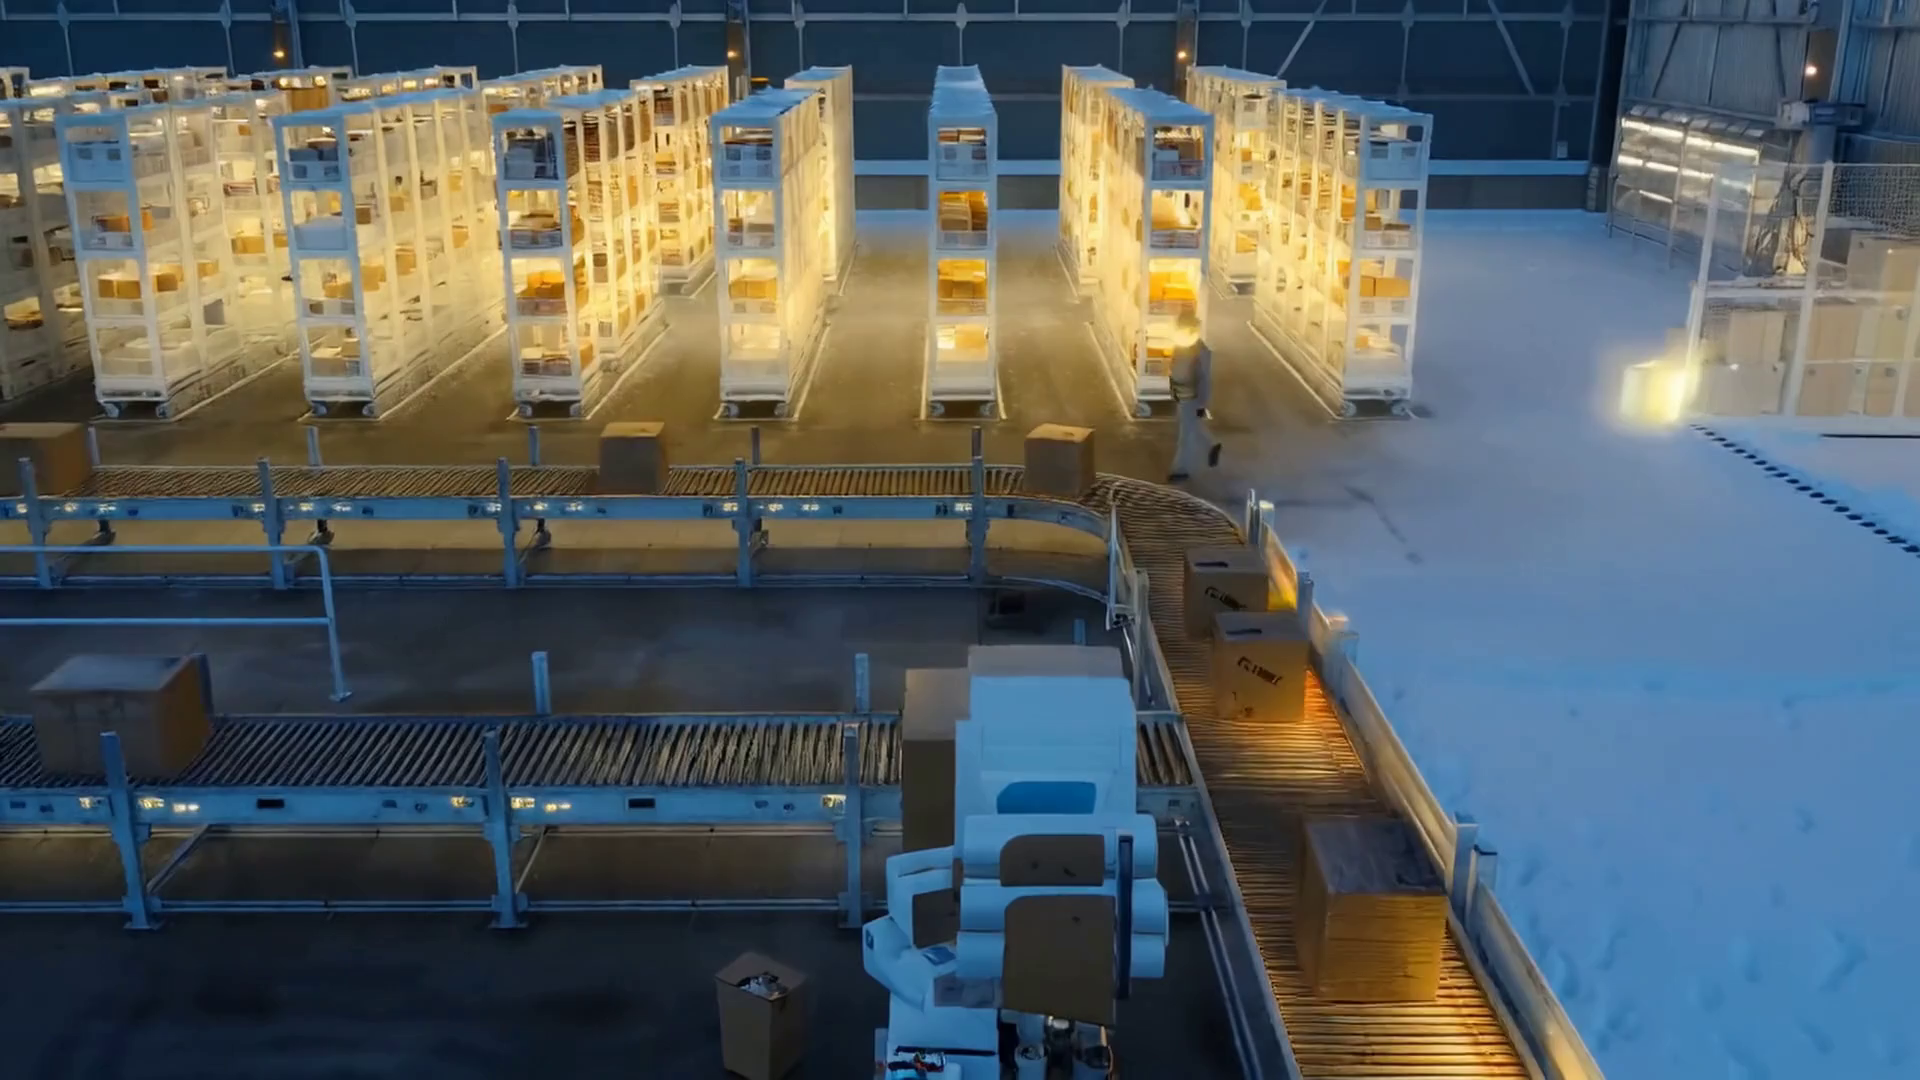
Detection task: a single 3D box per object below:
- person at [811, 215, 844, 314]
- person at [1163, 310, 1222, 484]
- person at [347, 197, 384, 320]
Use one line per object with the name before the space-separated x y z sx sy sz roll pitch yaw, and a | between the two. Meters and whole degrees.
person | -2.315 -4.432 26.369 0.934 1.801 0.593 1 18 3
person | 2.468 -1.506 17.347 0.699 1.808 0.612 -7 19 -20
person | -9.187 -4.331 25.805 0.641 1.966 0.635 -6 19 -19
